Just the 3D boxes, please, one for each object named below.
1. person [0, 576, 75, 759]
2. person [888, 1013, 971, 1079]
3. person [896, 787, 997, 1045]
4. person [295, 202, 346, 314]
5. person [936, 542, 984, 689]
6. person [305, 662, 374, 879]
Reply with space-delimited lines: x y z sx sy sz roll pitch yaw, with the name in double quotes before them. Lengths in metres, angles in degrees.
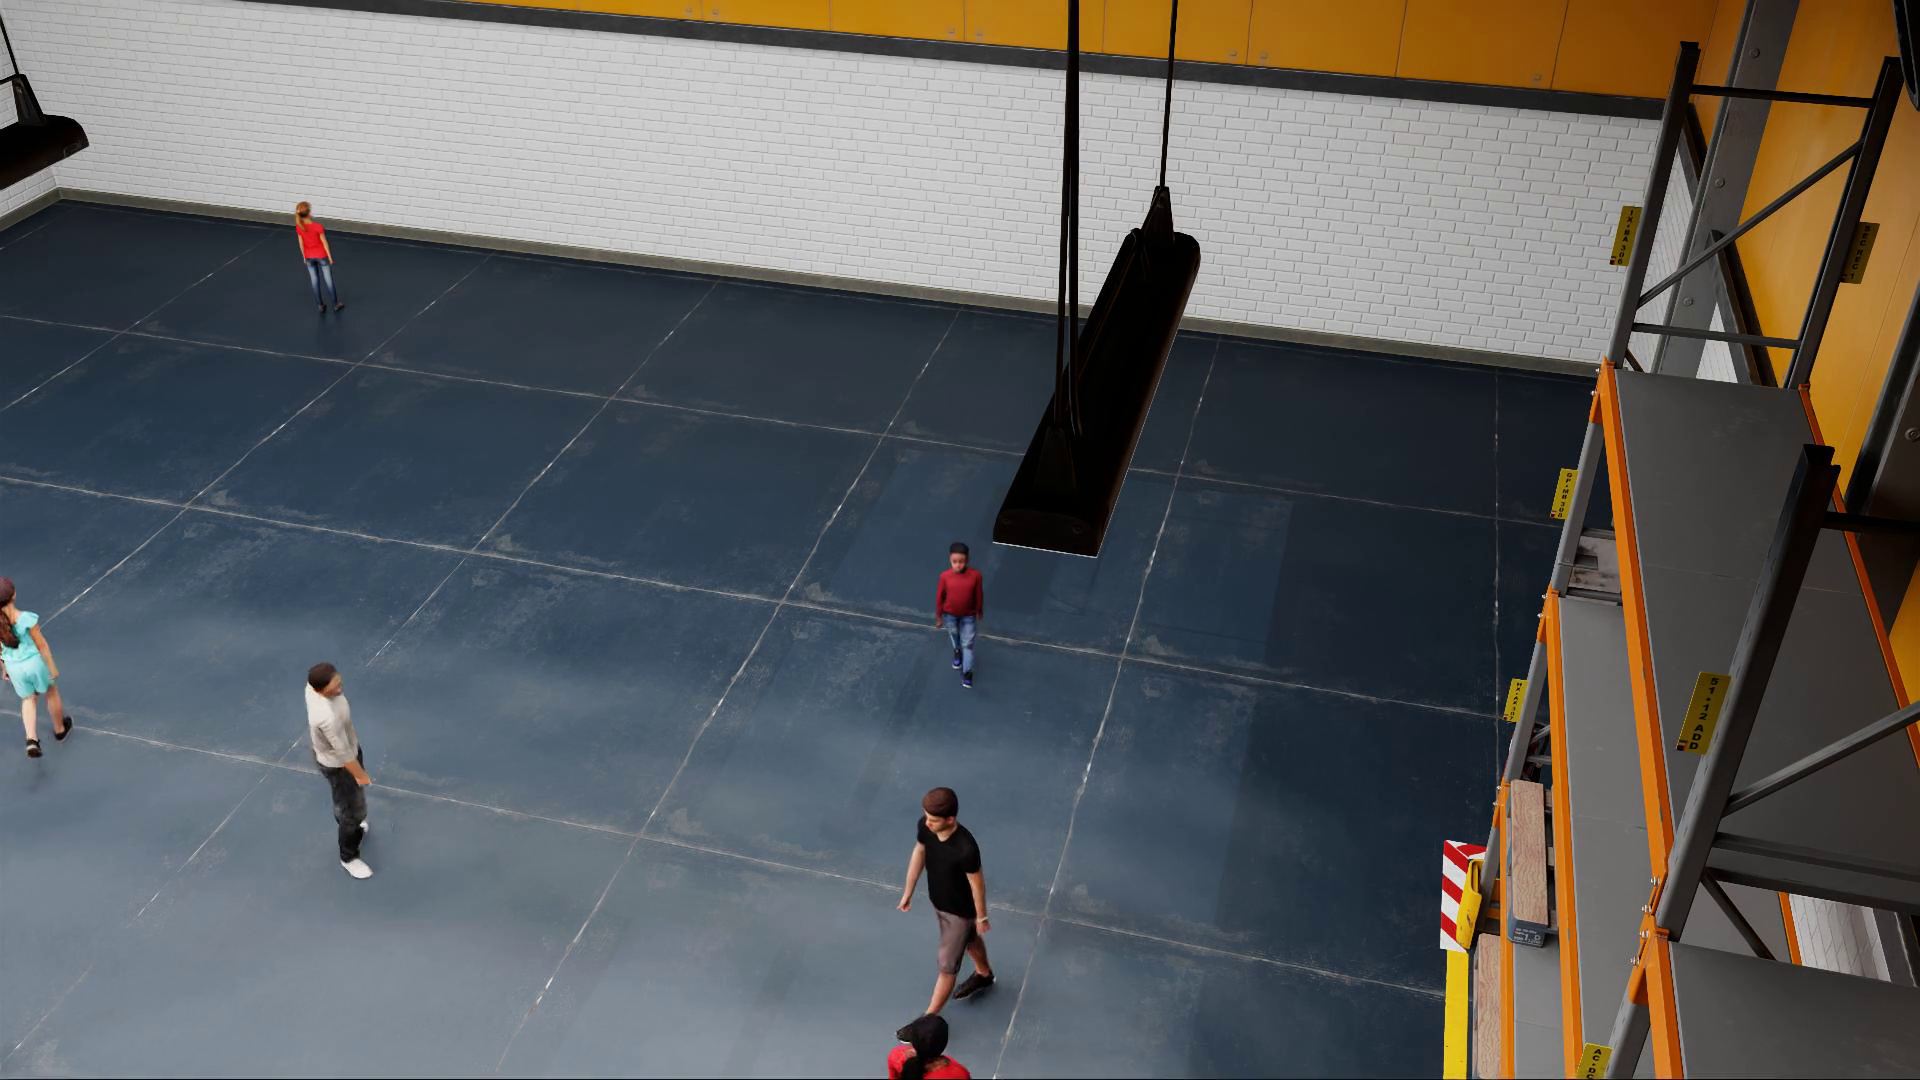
"person" -6.976 0.972 12.396 0.759 1.545 0.940 -5 34 -7
"person" -0.218 3.208 8.830 0.618 1.766 0.960 9 35 13
"person" 0.044 2.201 10.294 1.192 1.823 1.081 -23 40 -30
"person" -7.317 -3.212 18.901 0.527 1.310 0.544 -1 34 -1
"person" 0.006 0.524 13.350 0.595 1.234 0.843 3 34 4
"person" -4.308 1.474 11.434 0.801 1.772 0.856 29 43 36
